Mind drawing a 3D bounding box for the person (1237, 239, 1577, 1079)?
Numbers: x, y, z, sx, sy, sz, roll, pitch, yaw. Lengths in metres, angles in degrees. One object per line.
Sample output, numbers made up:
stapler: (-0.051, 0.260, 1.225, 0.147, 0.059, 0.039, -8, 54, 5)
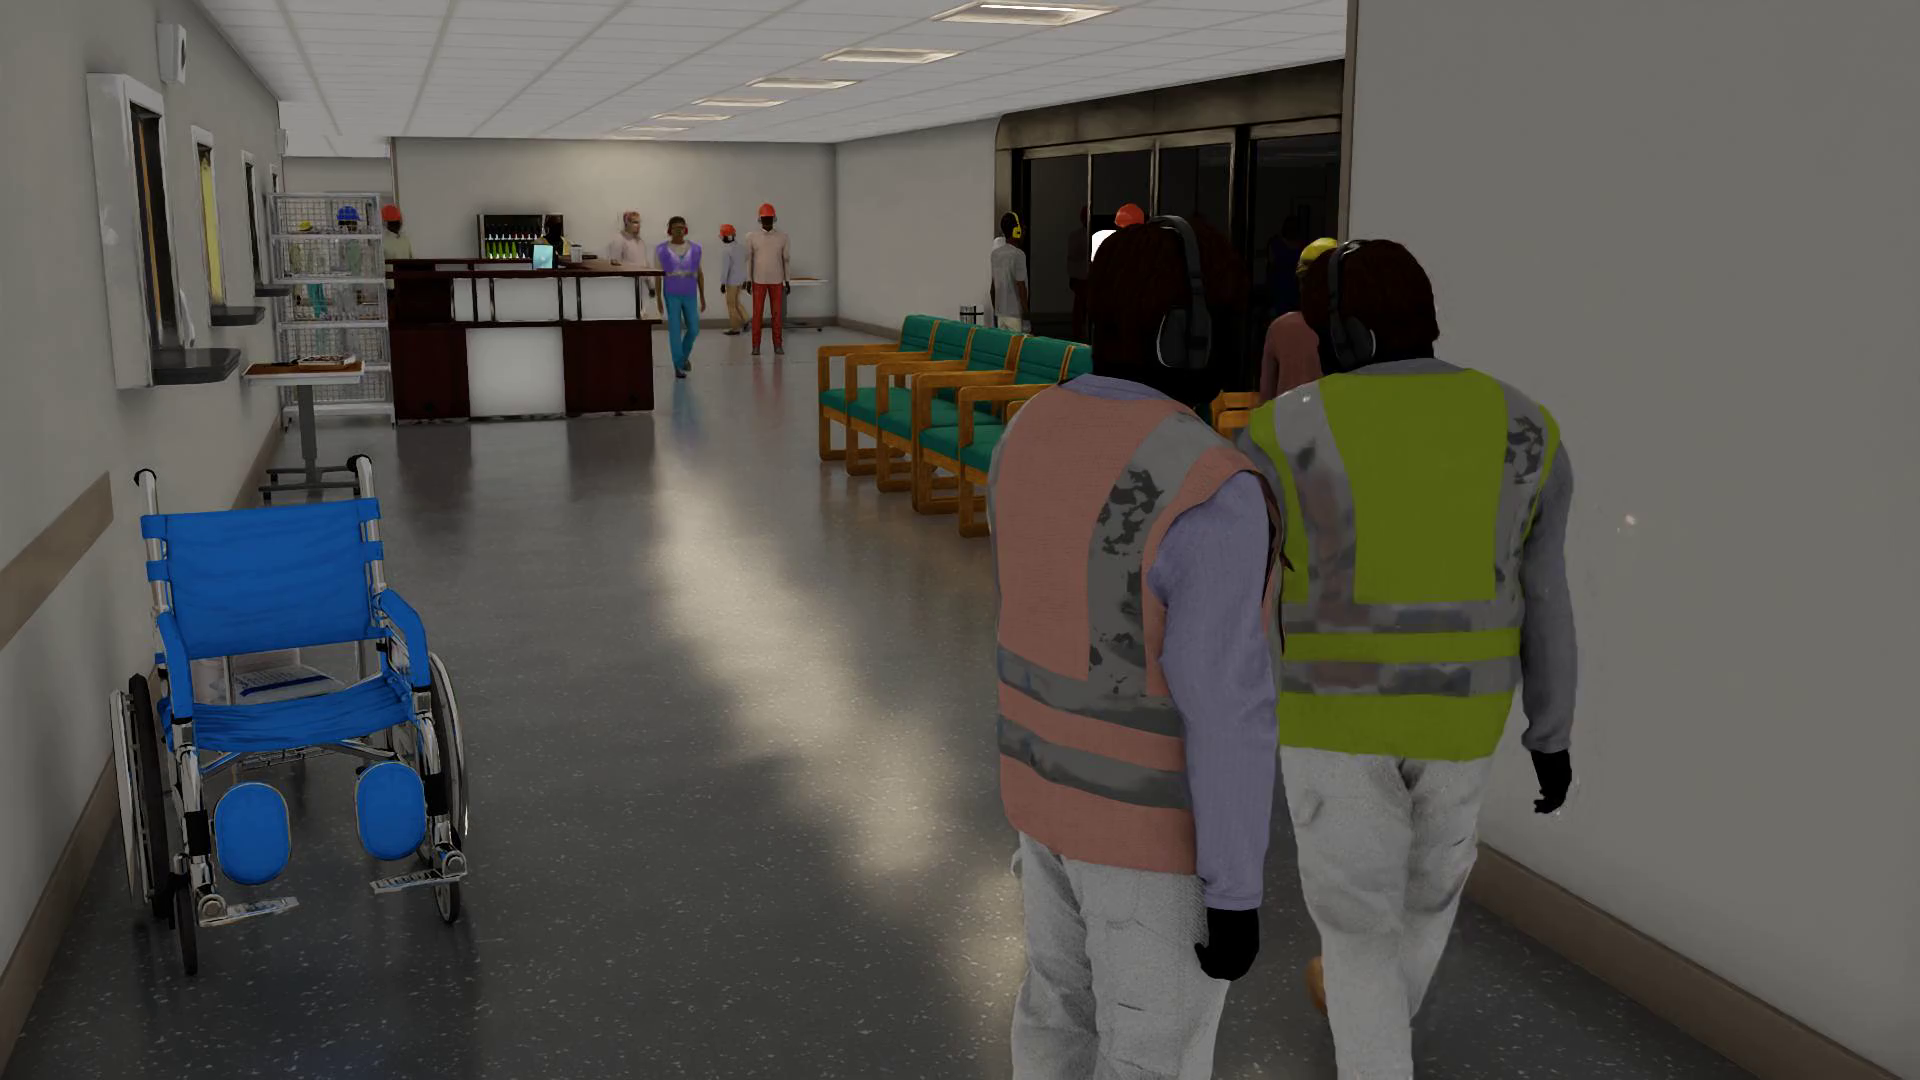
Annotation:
person: (0.802, 0.332, 3.204, 0.645, 1.786, 0.907, -1, 11, -6)

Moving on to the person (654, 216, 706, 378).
person: (-3.206, -2.778, 19.021, 0.587, 1.834, 0.469, -5, 12, -24)

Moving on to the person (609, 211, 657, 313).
person: (-4.117, -3.255, 21.332, 0.708, 1.882, 0.673, 4, 12, 21)

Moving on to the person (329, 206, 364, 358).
person: (-7.359, -3.034, 20.047, 0.406, 1.946, 0.608, -10, 15, -43)

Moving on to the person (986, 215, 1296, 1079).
person: (0.282, 0.430, 2.587, 0.431, 1.836, 0.619, -6, 12, -28)

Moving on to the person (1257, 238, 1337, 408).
person: (1.547, -0.386, 7.005, 0.778, 1.734, 0.538, -5, 12, -25)

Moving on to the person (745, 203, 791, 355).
person: (-2.543, -3.443, 22.057, 0.613, 1.984, 0.402, -2, 11, -11)

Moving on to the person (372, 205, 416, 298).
person: (-6.944, -3.150, 20.616, 0.687, 1.956, 0.680, 3, 11, 16)

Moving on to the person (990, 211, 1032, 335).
person: (0.473, -1.976, 14.828, 0.329, 1.872, 0.508, -8, 13, -34)

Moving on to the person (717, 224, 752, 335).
person: (-3.491, -4.003, 25.632, 0.405, 1.716, 0.589, 5, 12, 23)

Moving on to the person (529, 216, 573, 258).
person: (-4.986, -3.071, 20.545, 0.430, 1.838, 0.624, 11, 15, 44)

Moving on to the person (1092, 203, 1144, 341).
person: (1.319, -1.718, 13.348, 0.542, 1.930, 0.376, -4, 12, -20)

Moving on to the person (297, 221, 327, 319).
person: (-10.806, -4.425, 27.703, 0.378, 1.755, 0.540, 1, 11, 3)
